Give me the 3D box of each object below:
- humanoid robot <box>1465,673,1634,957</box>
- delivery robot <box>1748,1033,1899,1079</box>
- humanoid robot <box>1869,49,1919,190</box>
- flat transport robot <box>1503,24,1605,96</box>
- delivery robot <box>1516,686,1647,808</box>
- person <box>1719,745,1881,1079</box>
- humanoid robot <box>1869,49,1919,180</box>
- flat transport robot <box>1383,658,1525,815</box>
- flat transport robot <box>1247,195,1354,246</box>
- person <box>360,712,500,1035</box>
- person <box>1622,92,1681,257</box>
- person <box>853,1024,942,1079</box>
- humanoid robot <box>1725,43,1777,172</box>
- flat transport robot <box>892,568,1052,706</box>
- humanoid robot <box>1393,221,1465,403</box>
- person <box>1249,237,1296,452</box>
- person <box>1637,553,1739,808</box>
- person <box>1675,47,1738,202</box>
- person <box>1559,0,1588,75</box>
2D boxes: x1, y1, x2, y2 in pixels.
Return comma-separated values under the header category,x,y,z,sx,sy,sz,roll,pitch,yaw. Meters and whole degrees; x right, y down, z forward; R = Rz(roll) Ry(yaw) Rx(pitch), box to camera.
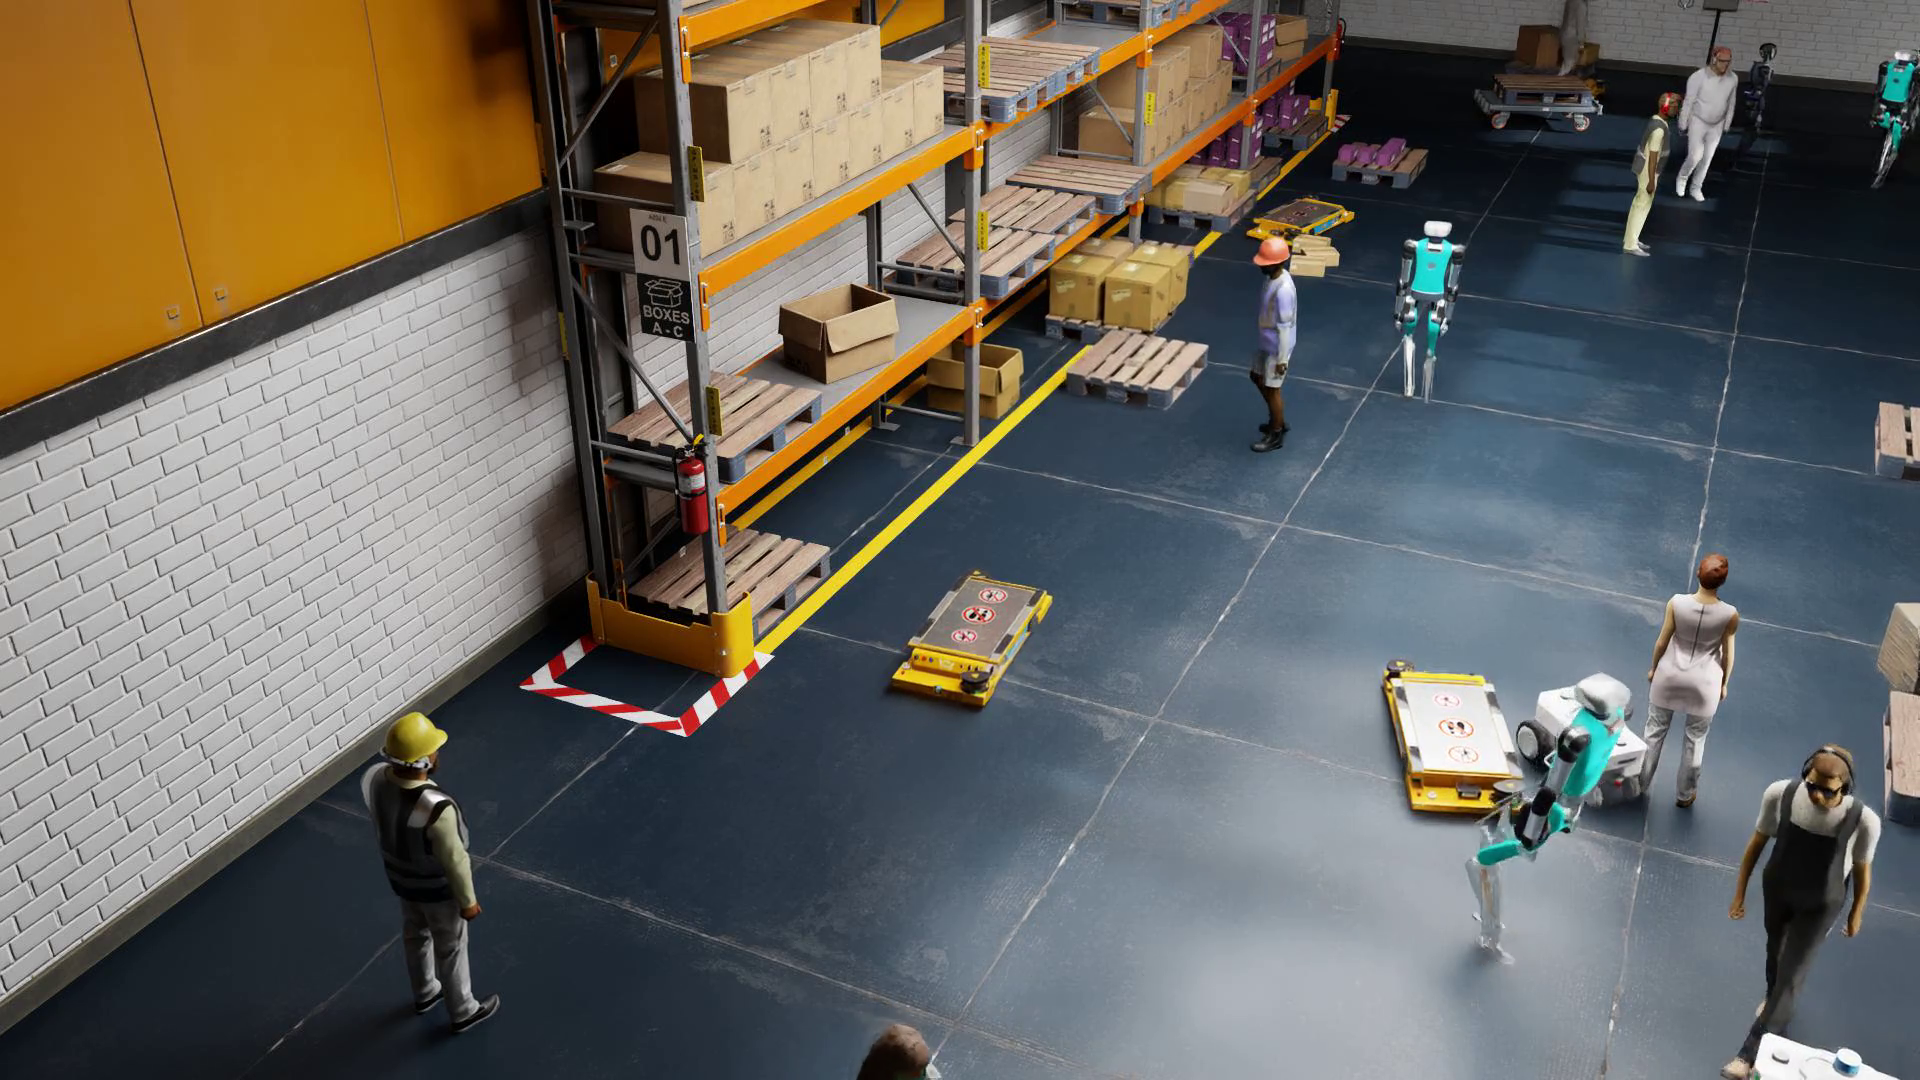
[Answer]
category,x,y,z,sx,sy,sz,roll,pitch,yaw
humanoid robot,2.929,1.383,8.635,0.535,1.779,0.800,-23,36,-36
delivery robot,4.006,2.577,7.618,0.739,0.566,0.499,16,32,27
humanoid robot,11.963,-5.398,21.223,0.891,1.773,0.550,-24,36,-37
flat transport robot,9.242,-7.123,25.937,1.431,0.231,0.659,22,35,35
delivery robot,3.830,1.211,10.162,0.499,0.575,0.757,-9,30,-16
person,3.953,1.737,7.899,0.987,1.792,0.530,-24,37,-37
humanoid robot,12.054,-5.463,21.364,0.347,1.648,0.611,-8,29,-14
flat transport robot,3.085,1.223,10.460,0.659,0.231,1.431,3,28,5
flat transport robot,4.059,-3.791,19.758,0.659,0.231,1.431,21,35,34
person,-2.567,1.622,8.088,0.594,1.826,0.403,18,33,30
person,7.747,-4.123,18.729,0.379,1.835,0.564,8,29,15
person,-0.246,2.557,6.536,0.562,1.625,0.721,-15,32,-26
humanoid robot,10.357,-5.647,21.714,0.374,1.645,0.605,4,29,7
flat transport robot,0.108,0.650,11.522,0.659,0.231,1.431,10,30,19
humanoid robot,4.198,-2.040,15.067,0.541,1.878,0.729,8,29,14
person,2.651,-1.660,14.069,0.504,1.916,0.590,-1,28,-2
person,4.265,0.820,9.739,0.437,1.661,0.286,14,31,23
person,9.210,-5.112,20.498,0.672,1.890,0.444,-4,29,-7
person,9.239,-7.529,25.068,0.432,1.808,0.517,0,28,0
